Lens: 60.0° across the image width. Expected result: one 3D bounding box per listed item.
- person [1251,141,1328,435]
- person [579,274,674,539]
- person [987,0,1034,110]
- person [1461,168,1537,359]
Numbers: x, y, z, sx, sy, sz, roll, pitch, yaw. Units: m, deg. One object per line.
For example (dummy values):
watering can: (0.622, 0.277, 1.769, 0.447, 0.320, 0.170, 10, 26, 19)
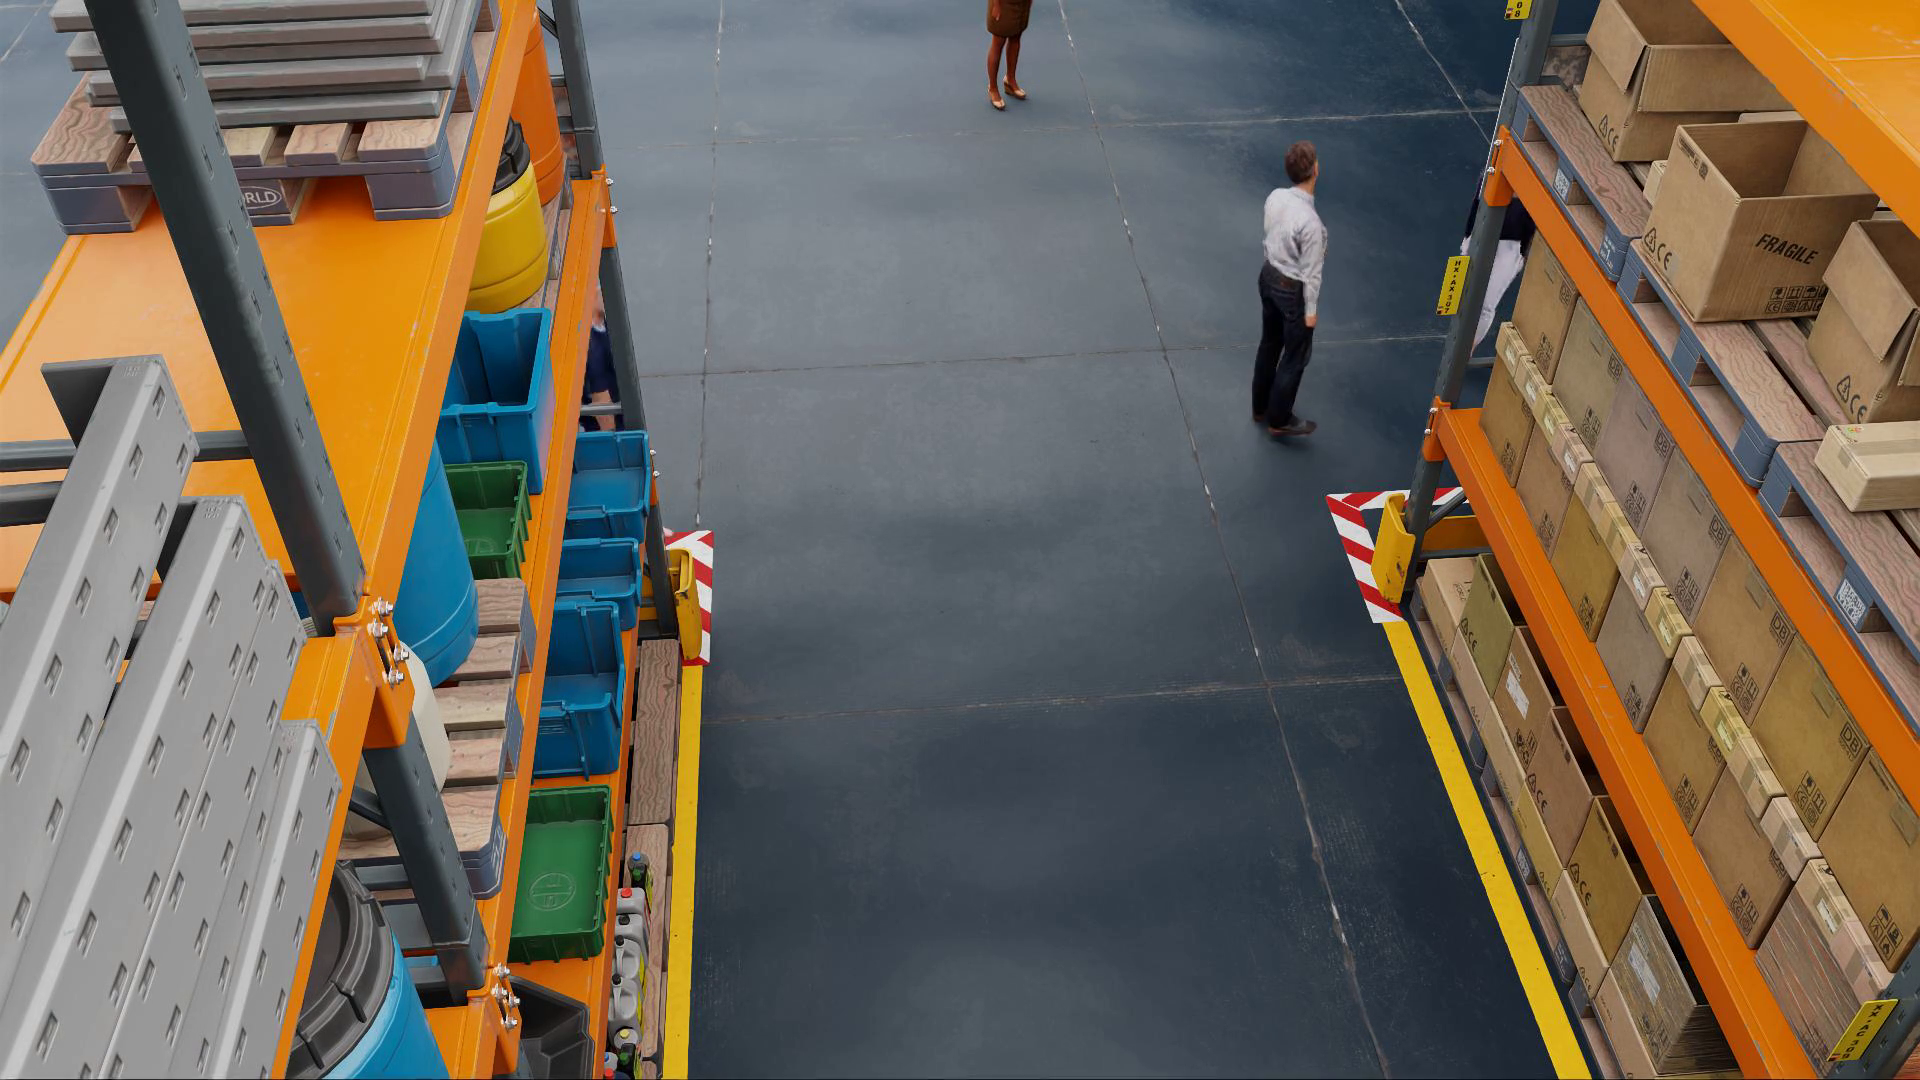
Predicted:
person: (1.944, -1.461, 9.795, 0.926, 1.800, 0.677, -8, 43, -9)
person: (-1.953, -0.632, 8.841, 0.721, 1.855, 0.747, -2, 42, -2)
person: (0.389, -4.189, 12.882, 0.693, 1.688, 0.647, 33, 52, 31)
person: (3.341, -1.811, 10.335, 0.902, 1.593, 0.964, 30, 50, 29)
